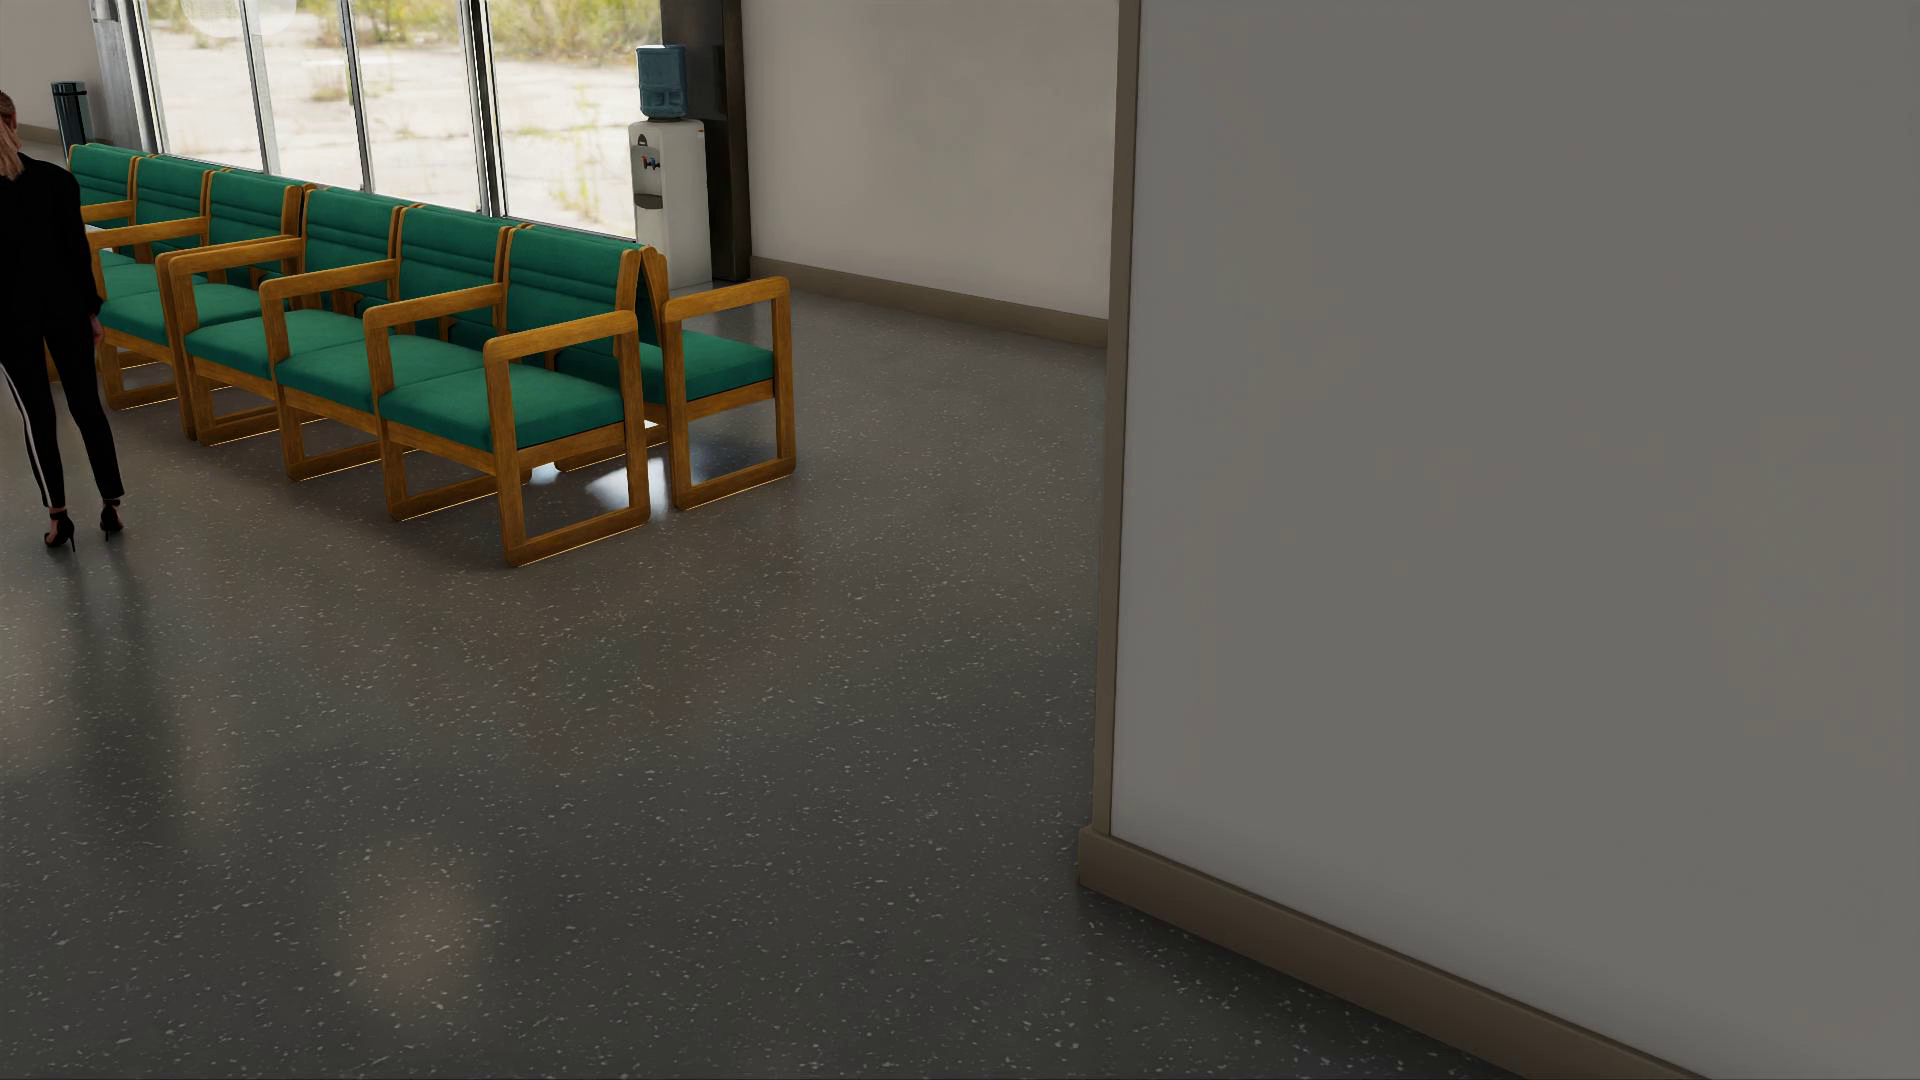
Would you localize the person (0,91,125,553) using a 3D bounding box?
[{"bbox_3d":[-3.390,-0.792,6.132,0.508,1.704,0.700,-17,27,-38],"label":"person"}]
